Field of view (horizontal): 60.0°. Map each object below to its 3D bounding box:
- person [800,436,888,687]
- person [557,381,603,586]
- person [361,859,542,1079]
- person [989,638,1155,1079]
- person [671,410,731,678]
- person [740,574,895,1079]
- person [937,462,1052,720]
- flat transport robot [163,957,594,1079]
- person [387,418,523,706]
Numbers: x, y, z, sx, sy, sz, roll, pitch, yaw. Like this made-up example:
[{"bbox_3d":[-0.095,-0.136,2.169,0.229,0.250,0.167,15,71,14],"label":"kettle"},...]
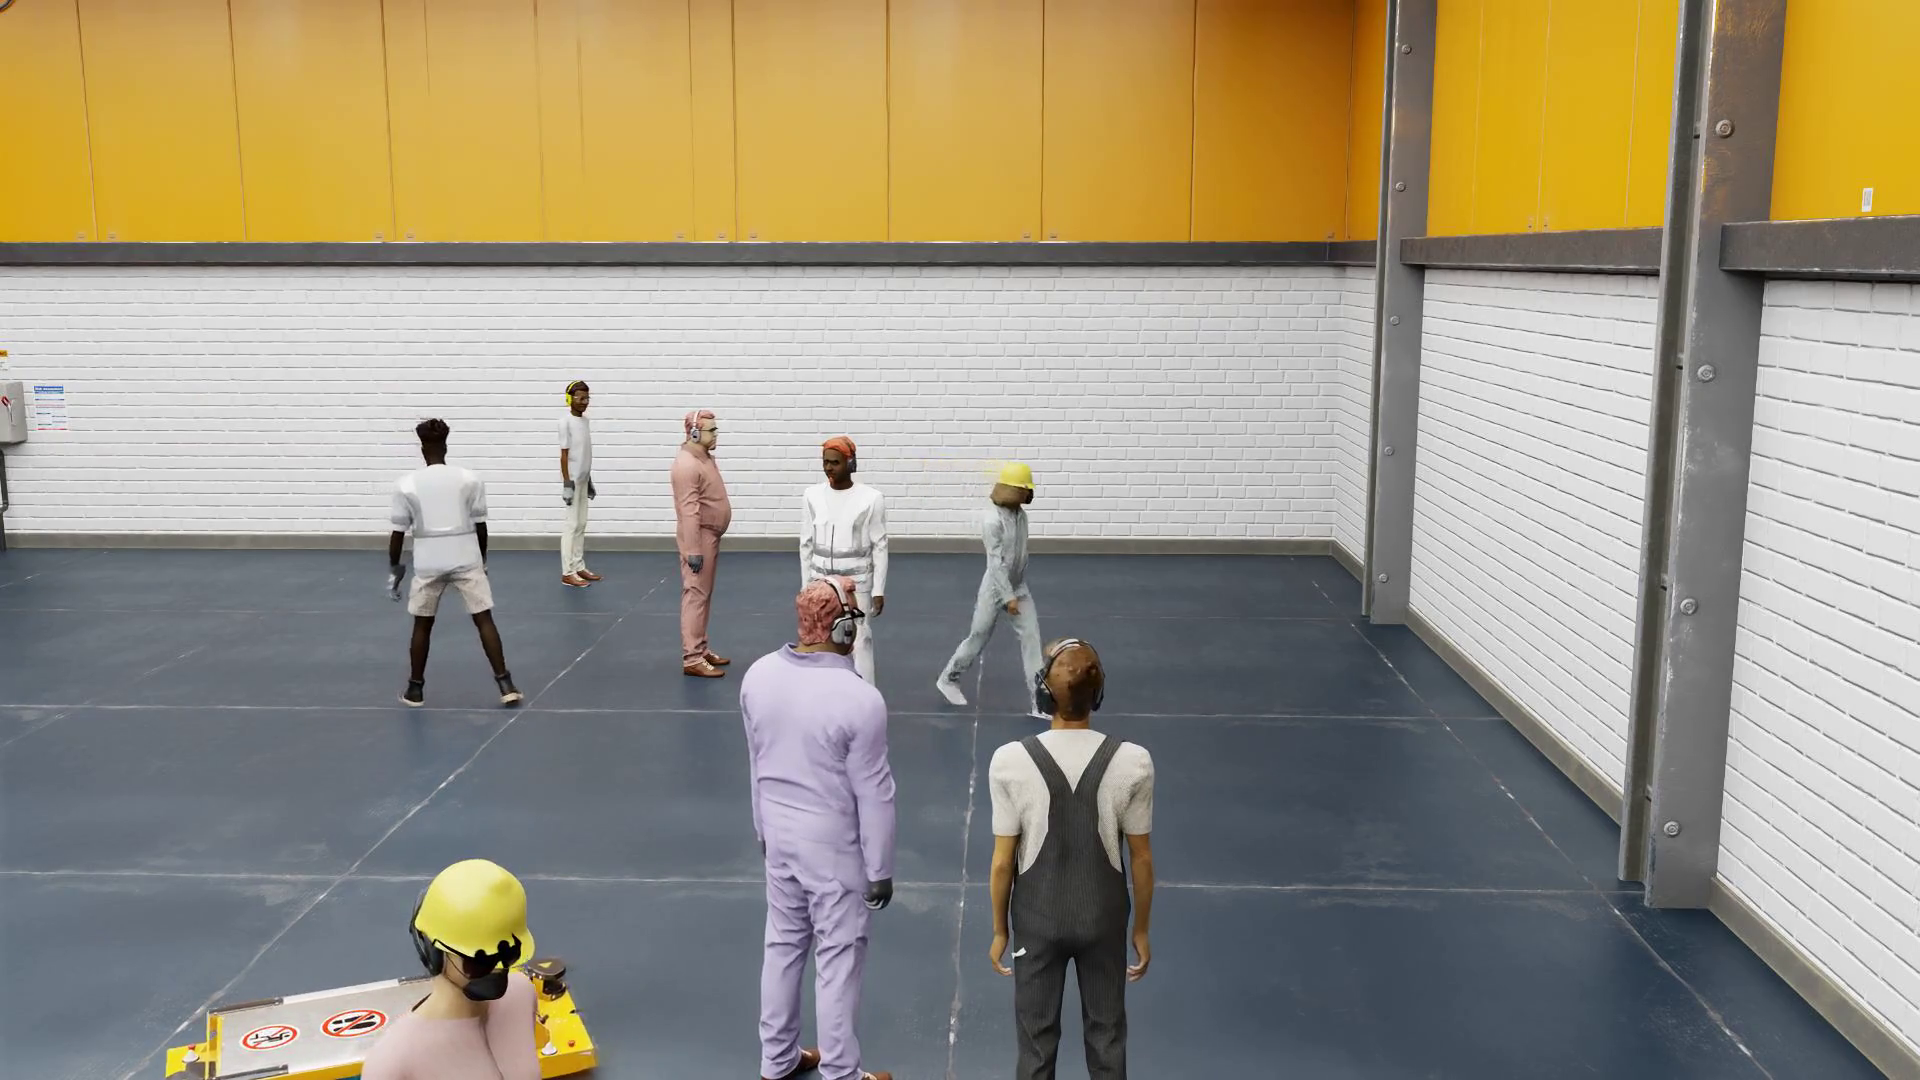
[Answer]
[{"bbox_3d":[-0.732,0.290,10.403,0.578,1.882,0.346,4,10,22],"label":"person"},{"bbox_3d":[-3.482,-0.519,15.197,0.330,1.866,0.512,2,10,12],"label":"person"},{"bbox_3d":[-1.025,1.524,3.549,0.328,1.760,0.524,4,10,21],"label":"person"},{"bbox_3d":[0.343,1.205,5.157,0.510,1.846,0.341,0,10,0],"label":"person"},{"bbox_3d":[-1.839,0.018,11.928,0.406,1.906,0.654,0,10,0],"label":"person"},{"bbox_3d":[-0.471,1.061,5.859,0.646,1.901,0.401,8,12,38],"label":"person"},{"bbox_3d":[0.239,0.312,10.853,0.935,1.687,0.467,9,13,42],"label":"person"},{"bbox_3d":[-2.119,1.834,6.074,1.431,0.197,0.652,-4,11,-23],"label":"flat transport robot"},{"bbox_3d":[-3.380,0.167,11.033,0.819,1.924,0.558,-3,10,-14],"label":"person"}]
